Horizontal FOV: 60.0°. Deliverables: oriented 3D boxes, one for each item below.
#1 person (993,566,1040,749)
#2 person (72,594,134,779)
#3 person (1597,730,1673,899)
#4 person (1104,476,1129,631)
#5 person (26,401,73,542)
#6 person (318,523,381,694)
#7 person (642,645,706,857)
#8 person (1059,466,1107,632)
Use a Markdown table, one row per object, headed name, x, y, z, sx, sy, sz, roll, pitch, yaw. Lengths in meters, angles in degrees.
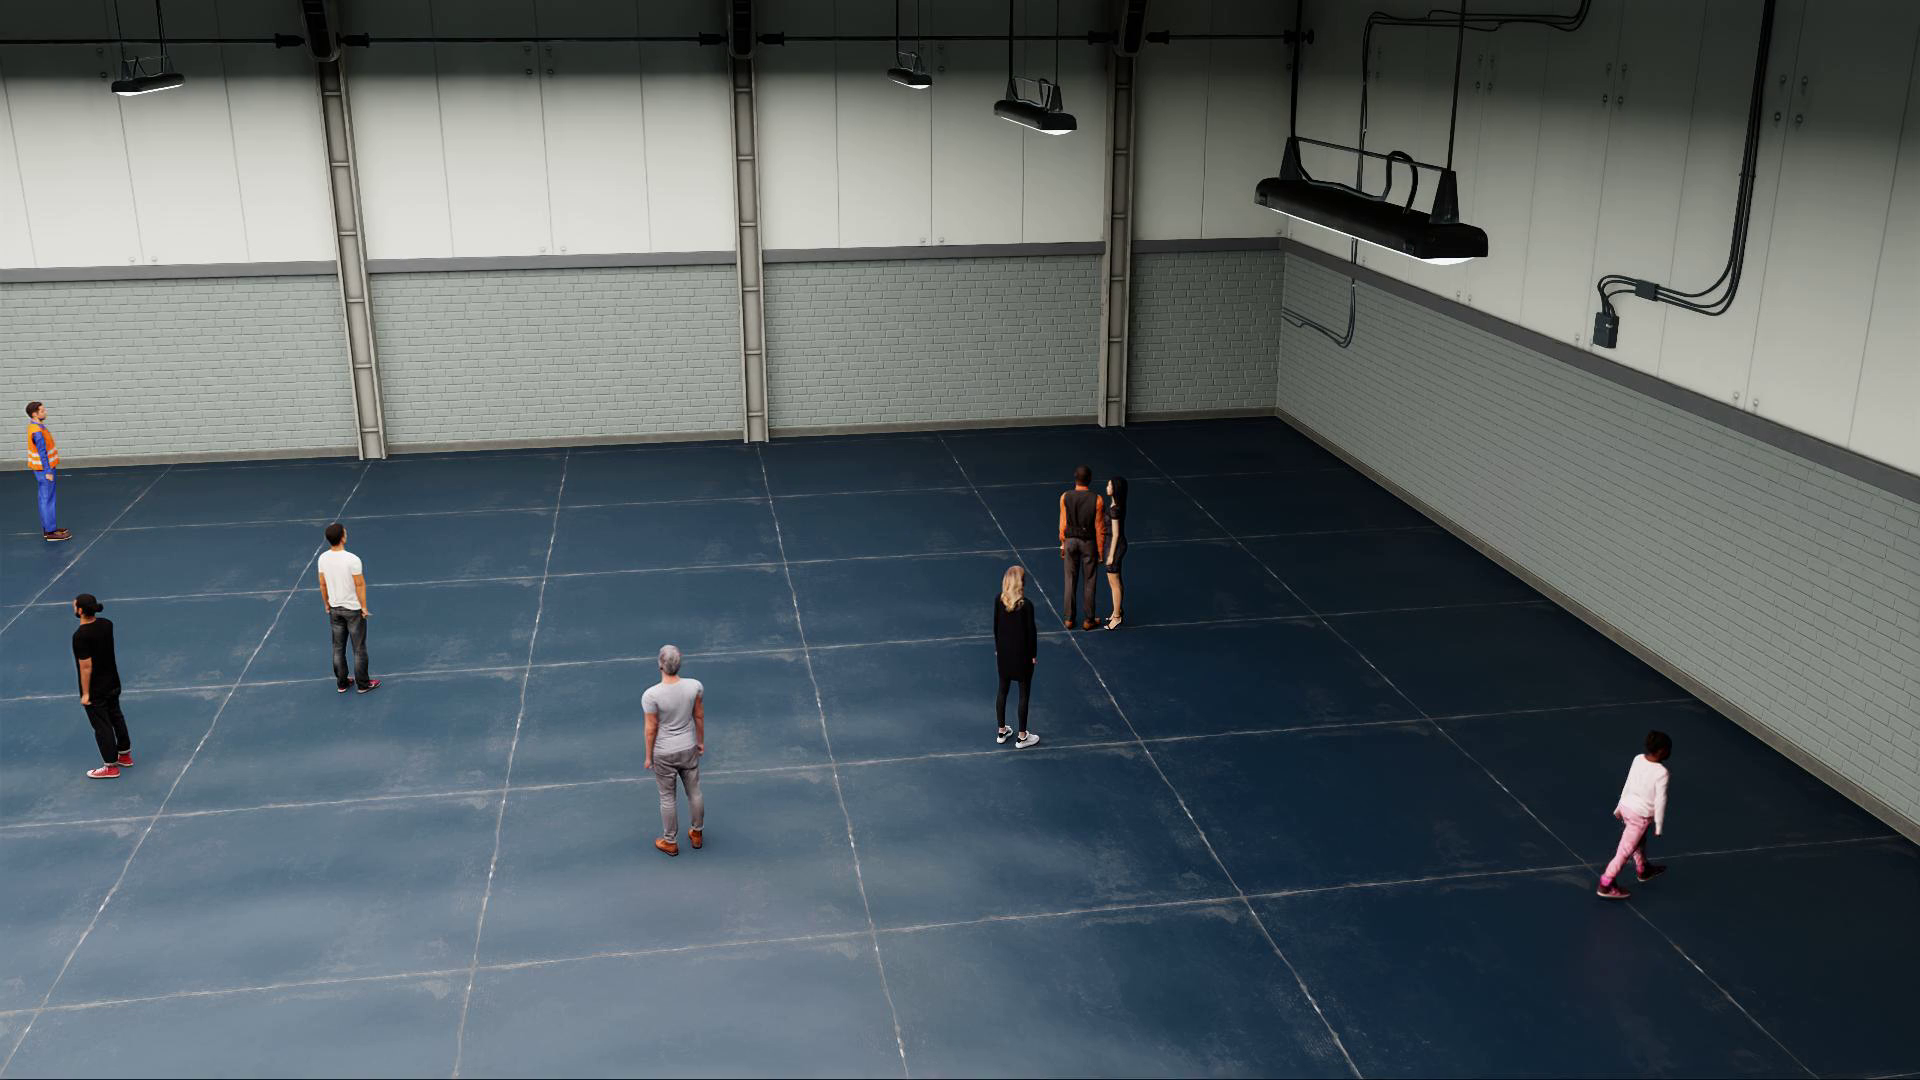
| name | x | y | z | sx | sy | sz | roll | pitch | yaw |
| --- | --- | --- | --- | --- | --- | --- | --- | --- | --- |
| person | 0.521 | 1.104 | 15.898 | 0.671 | 1.801 | 0.729 | 12 | 22 | 33 |
| person | -7.908 | 1.322 | 15.297 | 0.659 | 1.759 | 0.685 | 2 | 18 | 5 |
| person | 5.343 | 2.181 | 13.230 | 0.924 | 1.405 | 0.570 | -4 | 19 | -13 |
| person | 1.763 | 0.137 | 18.883 | 0.607 | 1.791 | 0.662 | 3 | 18 | 10 |
| person | -12.134 | -0.931 | 22.046 | 0.757 | 1.863 | 0.782 | -12 | 21 | -32 |
| person | -6.342 | 0.697 | 17.145 | 0.613 | 1.804 | 0.764 | 4 | 18 | 12 |
| person | -2.371 | 1.746 | 13.876 | 0.650 | 1.832 | 0.824 | -11 | 21 | -31 |
| person | 1.377 | 0.081 | 18.867 | 0.719 | 1.908 | 0.850 | 5 | 19 | 16 |
